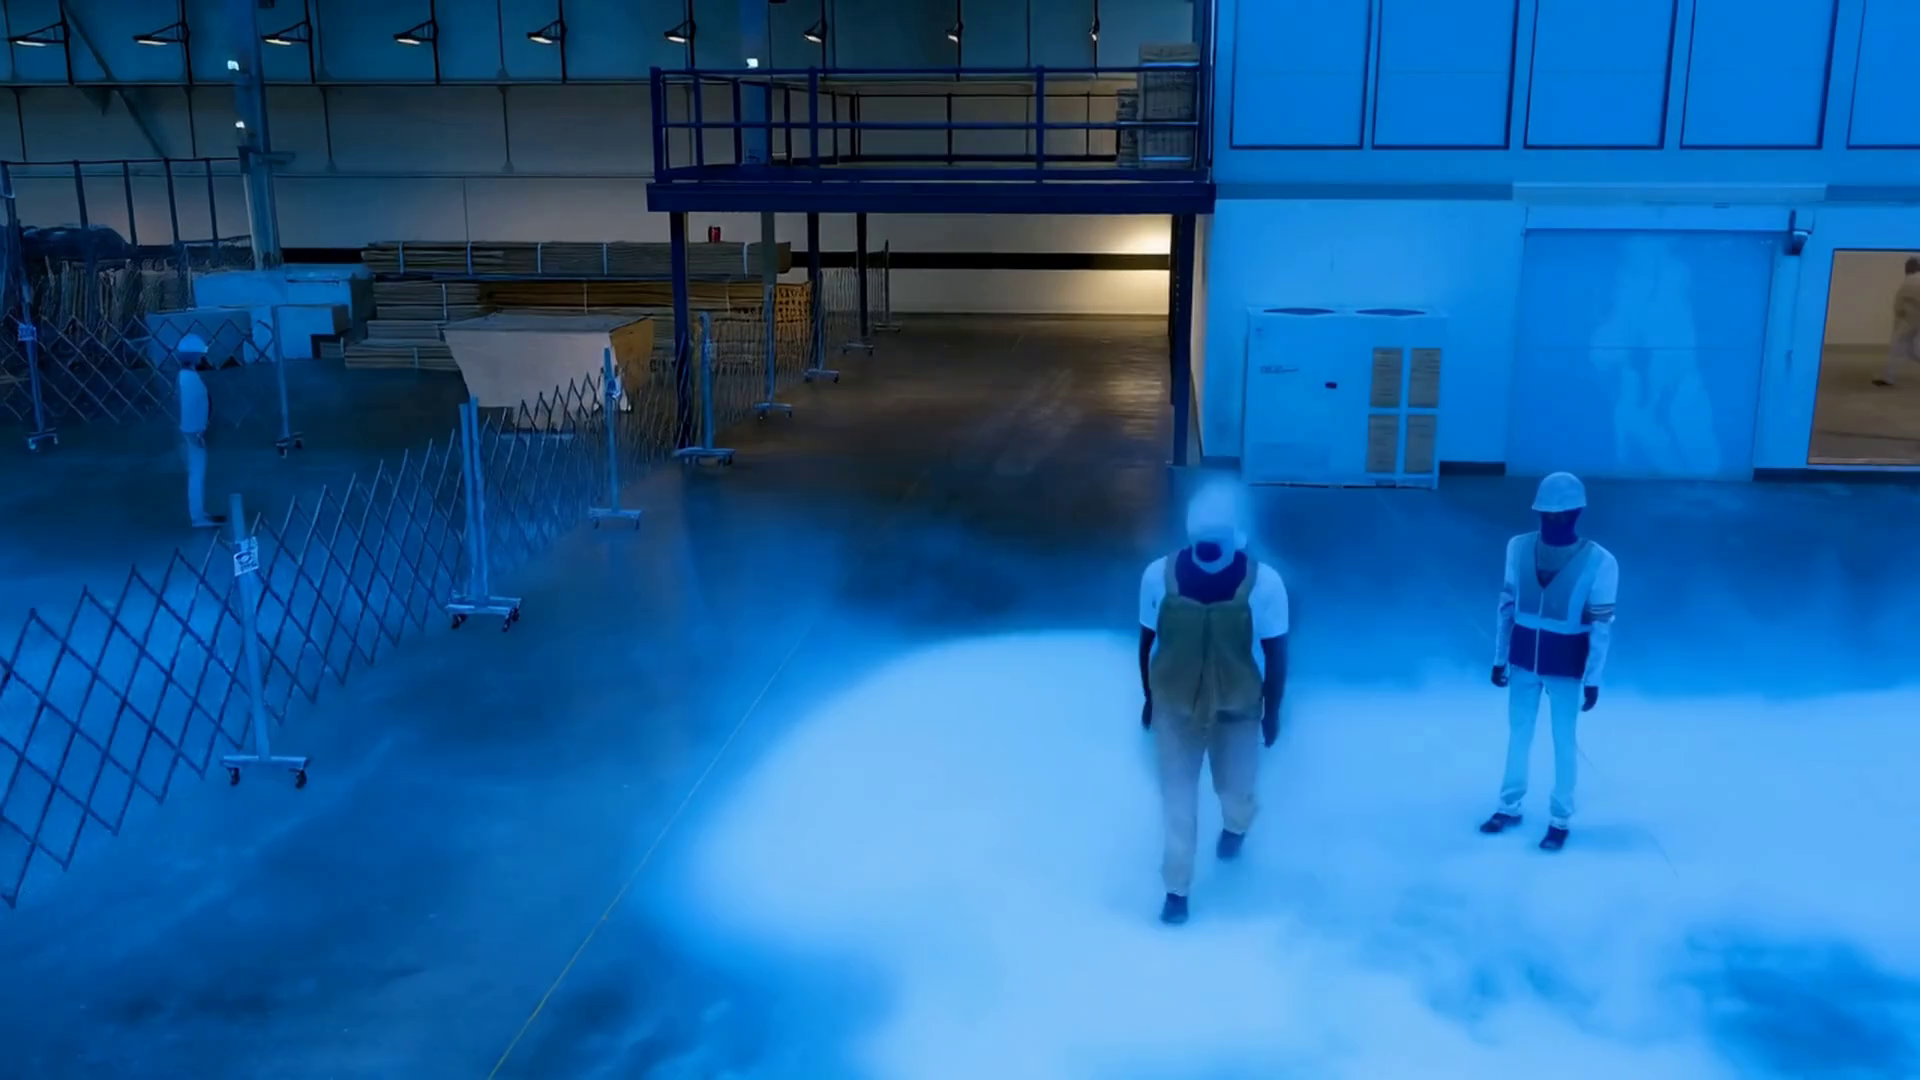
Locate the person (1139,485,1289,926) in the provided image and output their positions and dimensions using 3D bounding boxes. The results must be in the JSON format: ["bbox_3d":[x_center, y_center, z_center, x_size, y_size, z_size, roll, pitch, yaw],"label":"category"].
[{"bbox_3d":[1.165,0.688,7.728,0.688,2.000,0.855,4,14,15],"label":"person"}]

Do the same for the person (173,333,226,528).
[{"bbox_3d":[-6.962,-1.000,15.196,0.318,1.769,0.522,-7,15,-25],"label":"person"}]

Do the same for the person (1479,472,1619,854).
[{"bbox_3d":[2.938,0.603,8.309,0.586,1.928,0.364,13,19,42],"label":"person"}]
